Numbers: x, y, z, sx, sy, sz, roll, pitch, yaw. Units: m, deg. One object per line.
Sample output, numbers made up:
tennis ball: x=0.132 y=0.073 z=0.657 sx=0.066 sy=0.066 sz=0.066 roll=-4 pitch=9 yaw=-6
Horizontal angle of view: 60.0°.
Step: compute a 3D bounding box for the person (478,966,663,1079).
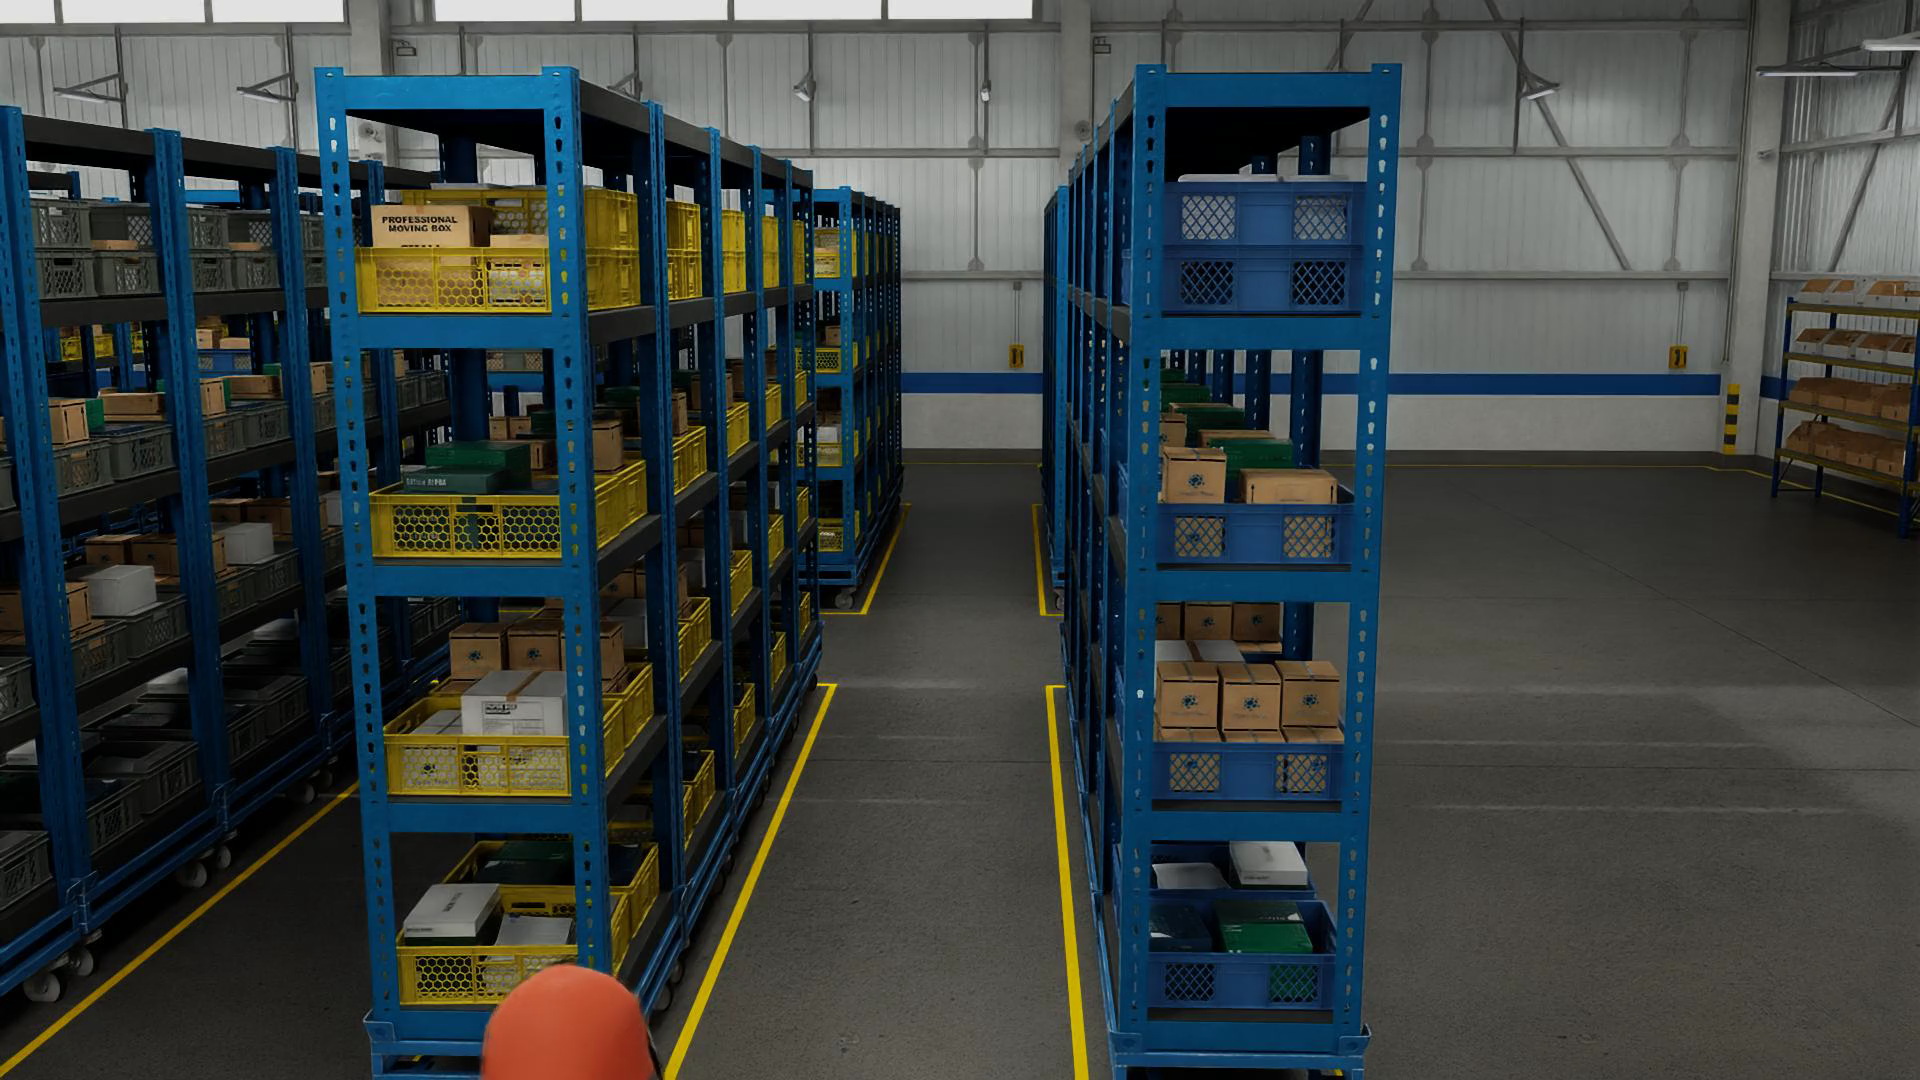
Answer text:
person: x=-0.577 y=1.608 z=2.593 sx=0.623 sy=1.994 sz=0.382 roll=7 pitch=12 yaw=35
